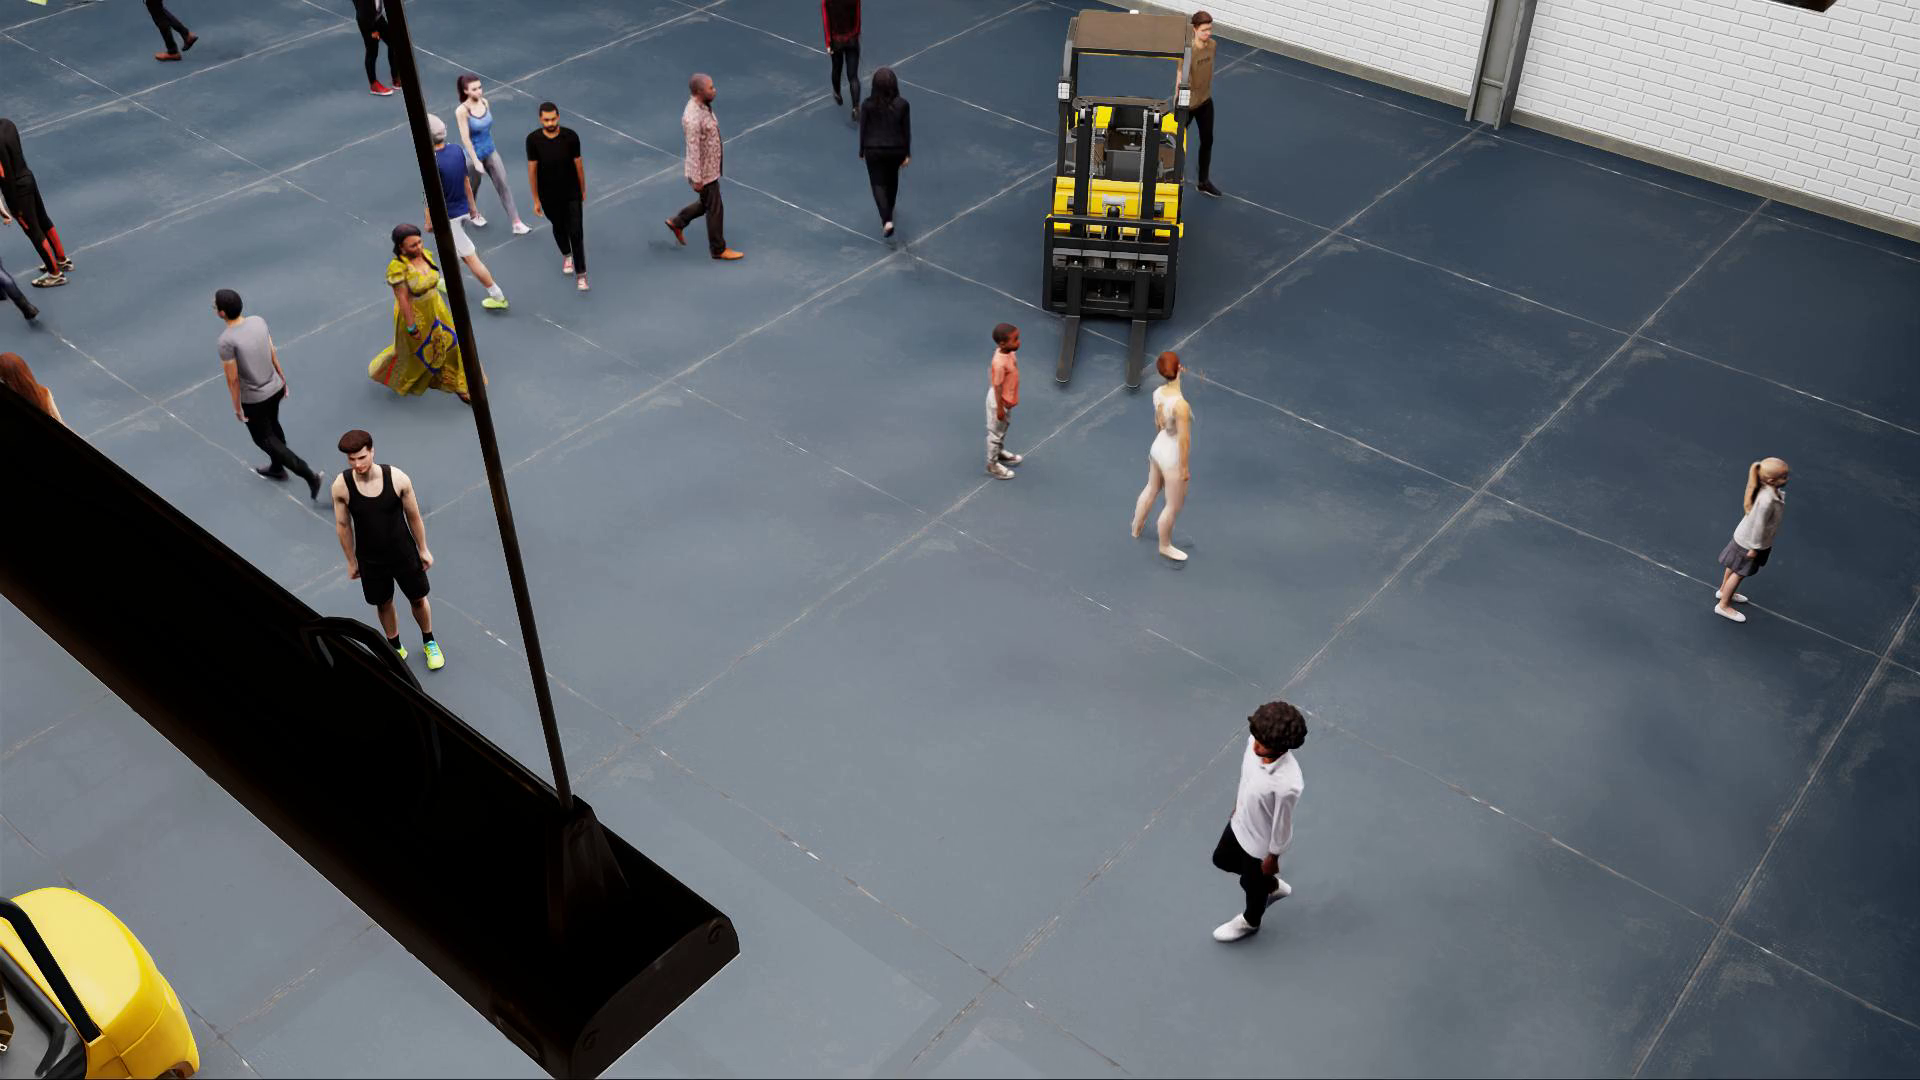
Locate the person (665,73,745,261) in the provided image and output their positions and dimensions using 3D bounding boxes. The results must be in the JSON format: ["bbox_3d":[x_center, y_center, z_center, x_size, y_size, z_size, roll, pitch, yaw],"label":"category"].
[{"bbox_3d":[-2.440,-3.418,15.298,1.123,1.781,1.033,3,39,3],"label":"person"}]

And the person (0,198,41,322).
[{"bbox_3d":[-8.461,-2.728,14.366,1.263,1.865,0.779,24,44,27],"label":"person"}]

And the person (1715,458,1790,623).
[{"bbox_3d":[5.465,-0.030,11.461,0.586,1.274,0.559,16,41,19],"label":"person"}]

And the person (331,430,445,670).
[{"bbox_3d":[-3.733,0.072,10.838,0.782,1.891,0.788,-11,40,-13],"label":"person"}]

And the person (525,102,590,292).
[{"bbox_3d":[-3.625,-3.164,15.030,1.030,1.719,1.149,-7,39,-8],"label":"person"}]

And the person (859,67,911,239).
[{"bbox_3d":[-0.701,-3.627,15.711,1.021,1.591,1.151,-9,39,-11],"label":"person"}]

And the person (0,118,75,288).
[{"bbox_3d":[-8.433,-3.159,14.952,0.752,1.808,0.677,-5,39,-7],"label":"person"}]

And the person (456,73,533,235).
[{"bbox_3d":[-4.591,-3.640,15.743,1.065,1.572,0.616,24,45,27],"label":"person"}]

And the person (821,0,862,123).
[{"bbox_3d":[-1.195,-5.244,17.717,0.992,1.614,1.136,-9,39,-11],"label":"person"}]

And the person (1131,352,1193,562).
[{"bbox_3d":[1.498,-0.562,11.853,0.826,1.616,0.661,-4,39,-5],"label":"person"}]

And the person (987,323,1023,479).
[{"bbox_3d":[0.314,-1.091,12.762,0.551,1.309,0.529,12,40,15],"label":"person"}]

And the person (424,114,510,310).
[{"bbox_3d":[-4.365,-2.811,14.526,1.255,1.795,0.924,14,41,16],"label":"person"}]

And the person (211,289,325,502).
[{"bbox_3d":[-5.149,-1.069,12.398,1.120,1.728,0.854,13,40,16],"label":"person"}]

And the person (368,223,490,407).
[{"bbox_3d":[-4.411,-1.801,13.399,1.246,1.623,0.927,16,41,19],"label":"person"}]

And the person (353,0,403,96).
[{"bbox_3d":[-6.526,-5.680,18.226,0.874,1.661,0.799,5,39,6],"label":"person"}]

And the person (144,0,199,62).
[{"bbox_3d":[-9.116,-6.374,18.929,0.974,1.867,0.916,-2,39,-2],"label":"person"}]

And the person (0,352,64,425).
[{"bbox_3d":[-6.433,-0.537,11.745,0.886,1.712,0.652,22,44,25],"label":"person"}]

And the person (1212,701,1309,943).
[{"bbox_3d":[1.711,1.535,9.082,0.876,1.797,0.812,-11,40,-14],"label":"person"}]
